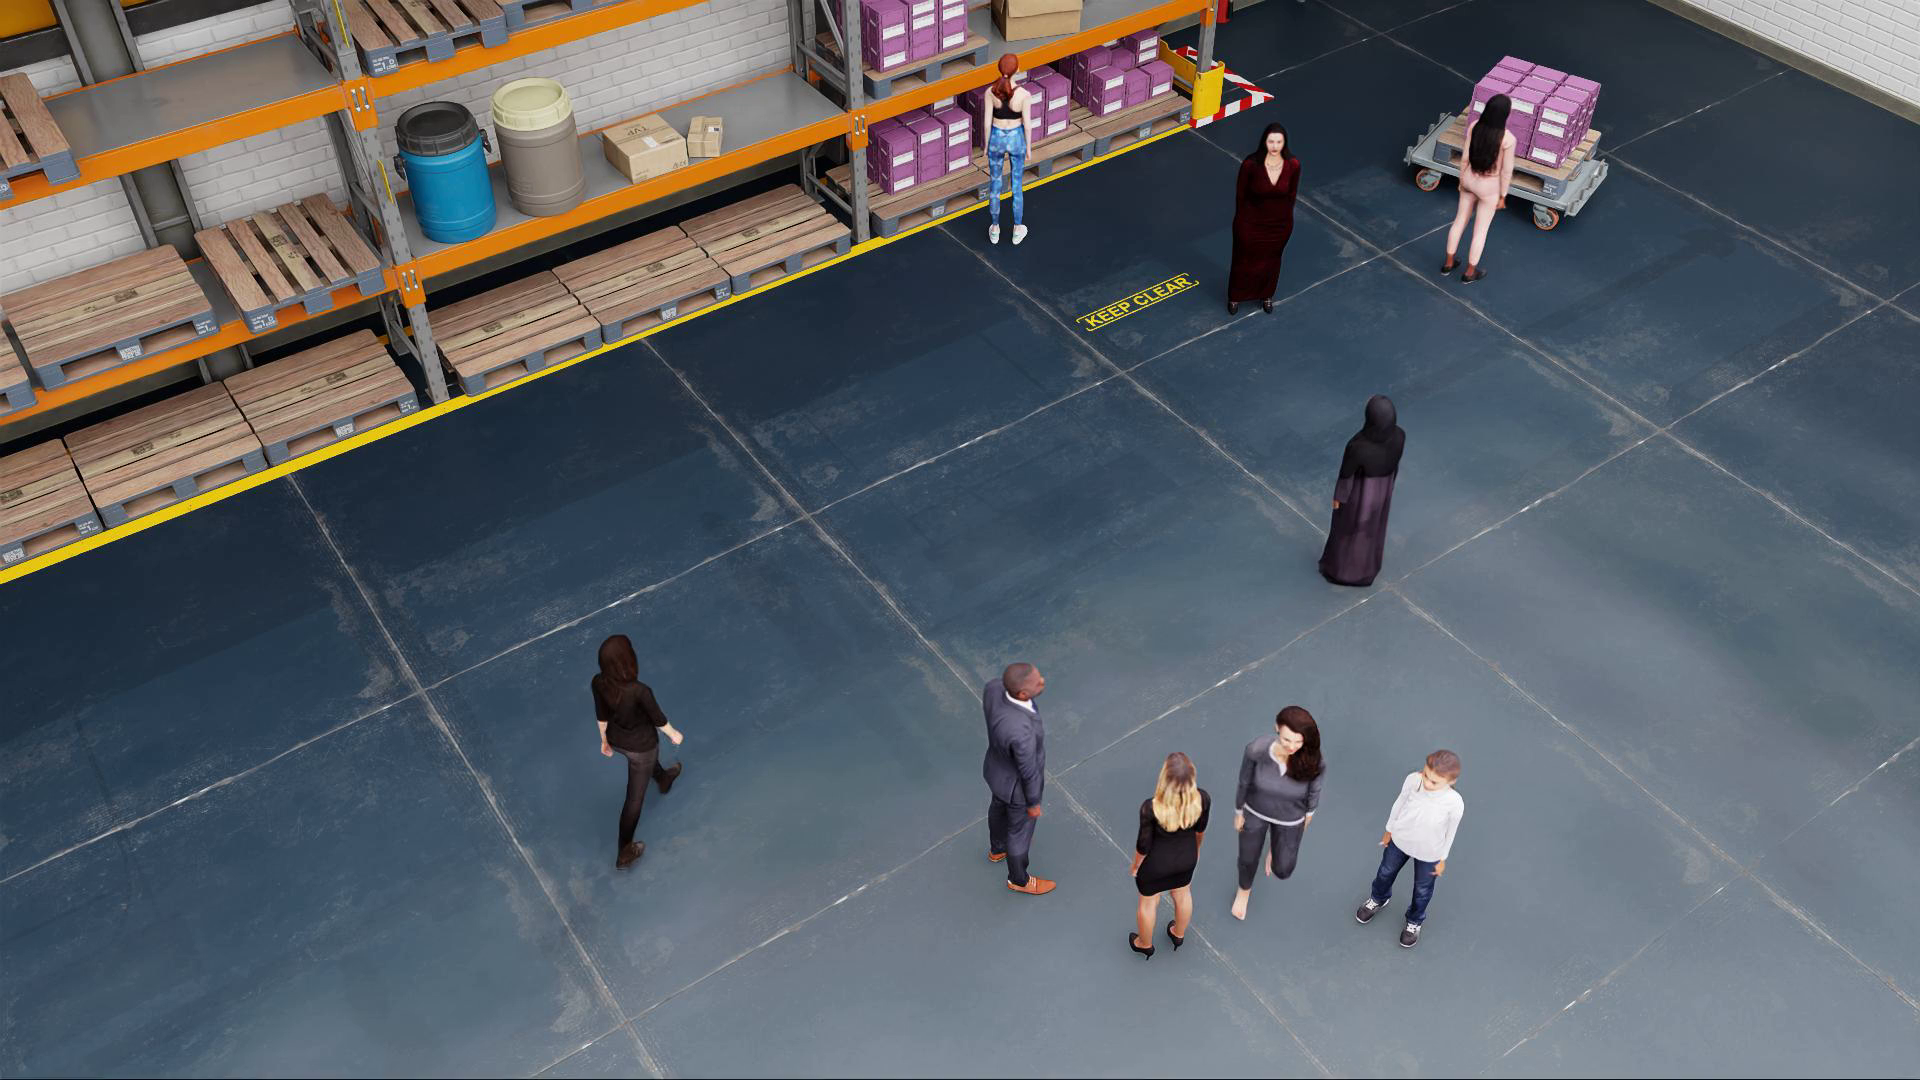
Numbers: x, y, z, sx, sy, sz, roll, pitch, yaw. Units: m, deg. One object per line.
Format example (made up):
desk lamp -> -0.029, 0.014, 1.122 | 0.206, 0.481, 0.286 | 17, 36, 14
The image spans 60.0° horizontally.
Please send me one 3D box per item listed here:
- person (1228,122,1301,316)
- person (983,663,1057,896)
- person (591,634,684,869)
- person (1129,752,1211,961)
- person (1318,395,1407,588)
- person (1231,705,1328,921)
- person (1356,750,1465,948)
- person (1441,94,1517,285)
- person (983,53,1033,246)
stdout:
person -> 2.476, -2.626, 13.623 | 0.714, 1.758, 0.820 | -3, 44, -3
person -> 0.315, 1.330, 9.422 | 0.696, 1.824, 0.752 | -14, 45, -14
person -> -1.932, 1.246, 9.671 | 0.884, 1.603, 1.140 | 20, 47, 20
person -> 1.129, 1.745, 9.096 | 0.505, 1.673, 0.665 | -12, 45, -12
person -> 2.762, -0.338, 11.324 | 0.644, 1.615, 0.753 | -11, 45, -11
person -> 1.764, 1.450, 9.350 | 0.815, 1.751, 0.885 | 12, 45, 13
person -> 2.560, 1.675, 9.254 | 0.592, 1.556, 0.592 | 28, 50, 26
person -> 4.378, -2.956, 13.997 | 0.553, 1.720, 0.632 | -30, 51, -28
person -> 0.403, -3.383, 14.398 | 0.680, 1.785, 0.747 | 4, 44, 4
